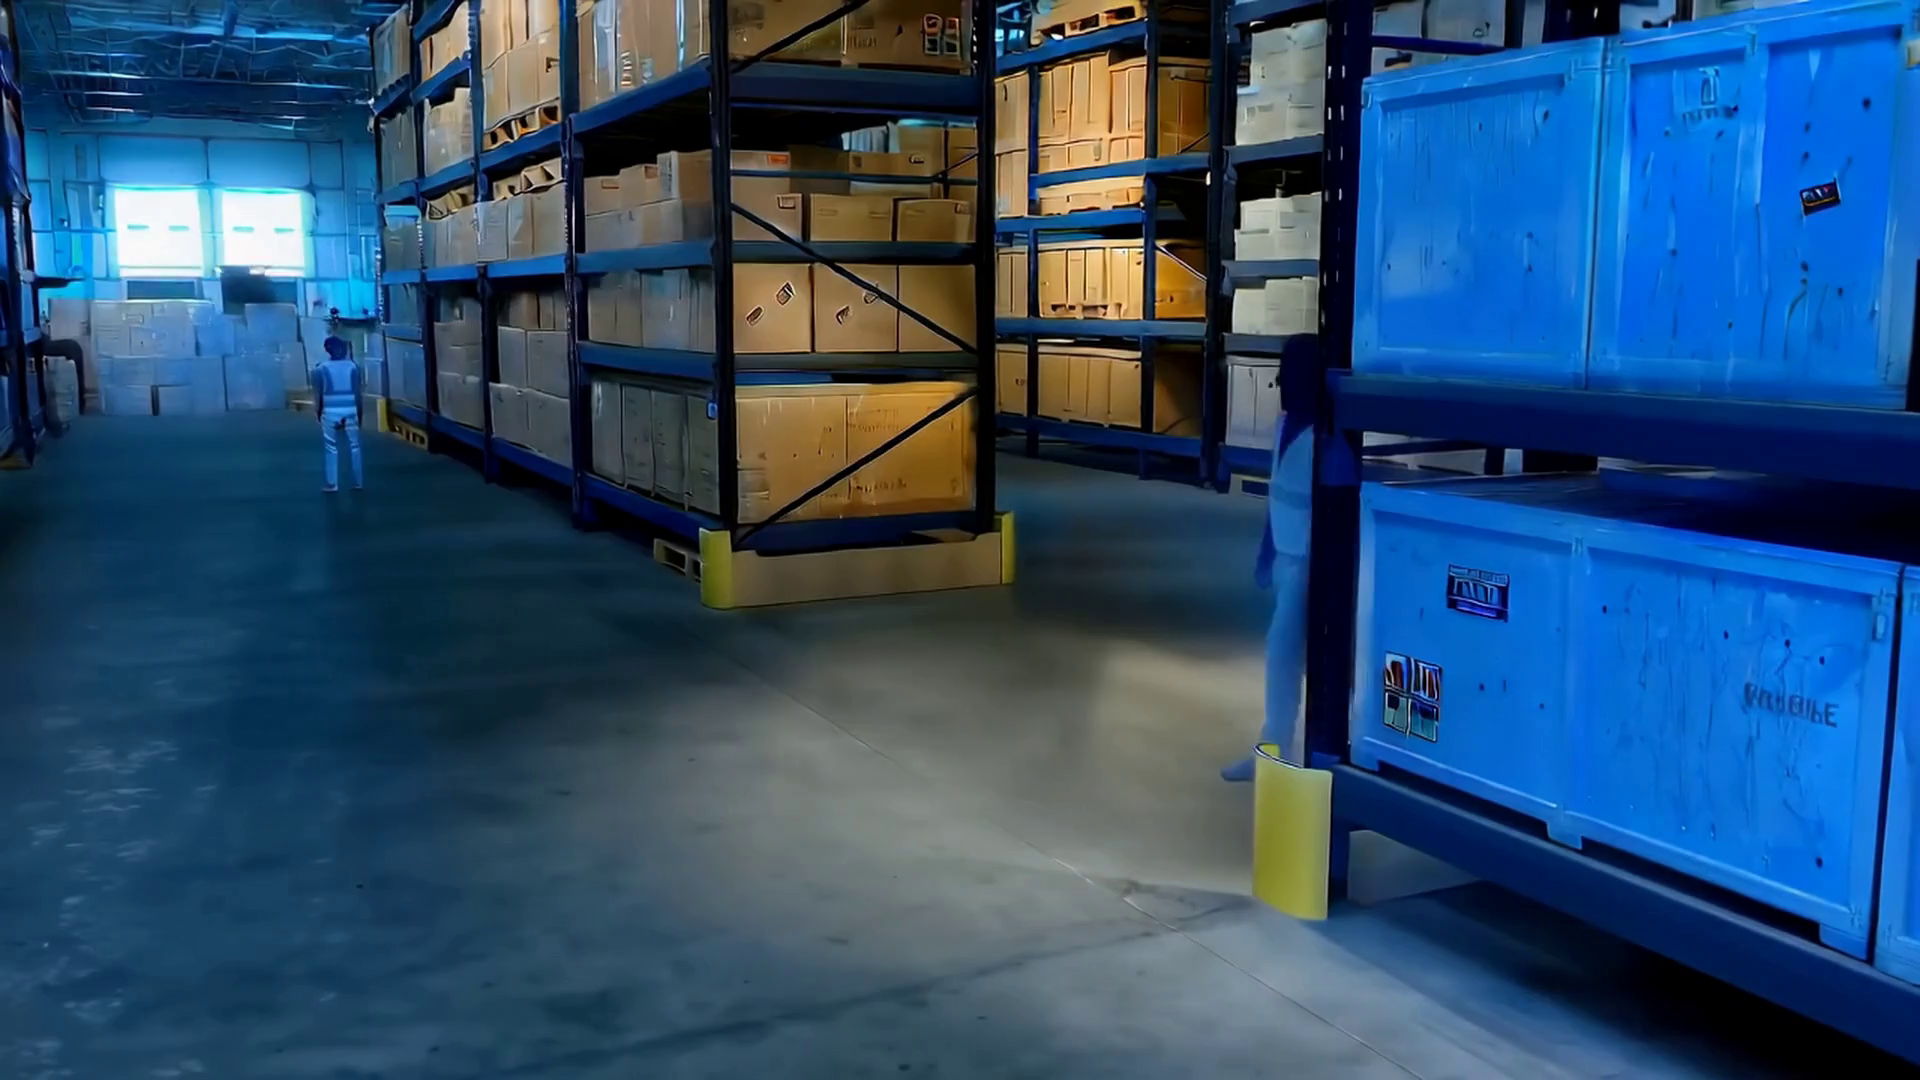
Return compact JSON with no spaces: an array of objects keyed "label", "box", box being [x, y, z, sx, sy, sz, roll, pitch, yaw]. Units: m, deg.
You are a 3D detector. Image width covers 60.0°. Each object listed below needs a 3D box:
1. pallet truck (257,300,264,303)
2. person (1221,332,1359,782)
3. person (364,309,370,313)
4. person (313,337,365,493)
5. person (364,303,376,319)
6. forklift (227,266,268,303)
[{"label":"pallet truck","box":[-23.913,-7.404,58.171,1.885,1.965,0.823,-1,8,-9]},{"label":"person","box":[1.525,0.071,7.005,0.817,1.893,0.598,-1,8,-9]},{"label":"person","box":[-22.736,-8.045,63.827,0.310,1.636,0.523,-1,8,-9]},{"label":"person","box":[-6.483,-1.302,17.377,0.507,1.630,0.316,-8,11,-42]},{"label":"person","box":[-20.634,-7.383,58.423,0.574,1.881,0.357,0,8,-2]},{"label":"forklift","box":[-17.707,-5.424,41.488,1.129,2.768,1.873,-1,8,-6]}]
